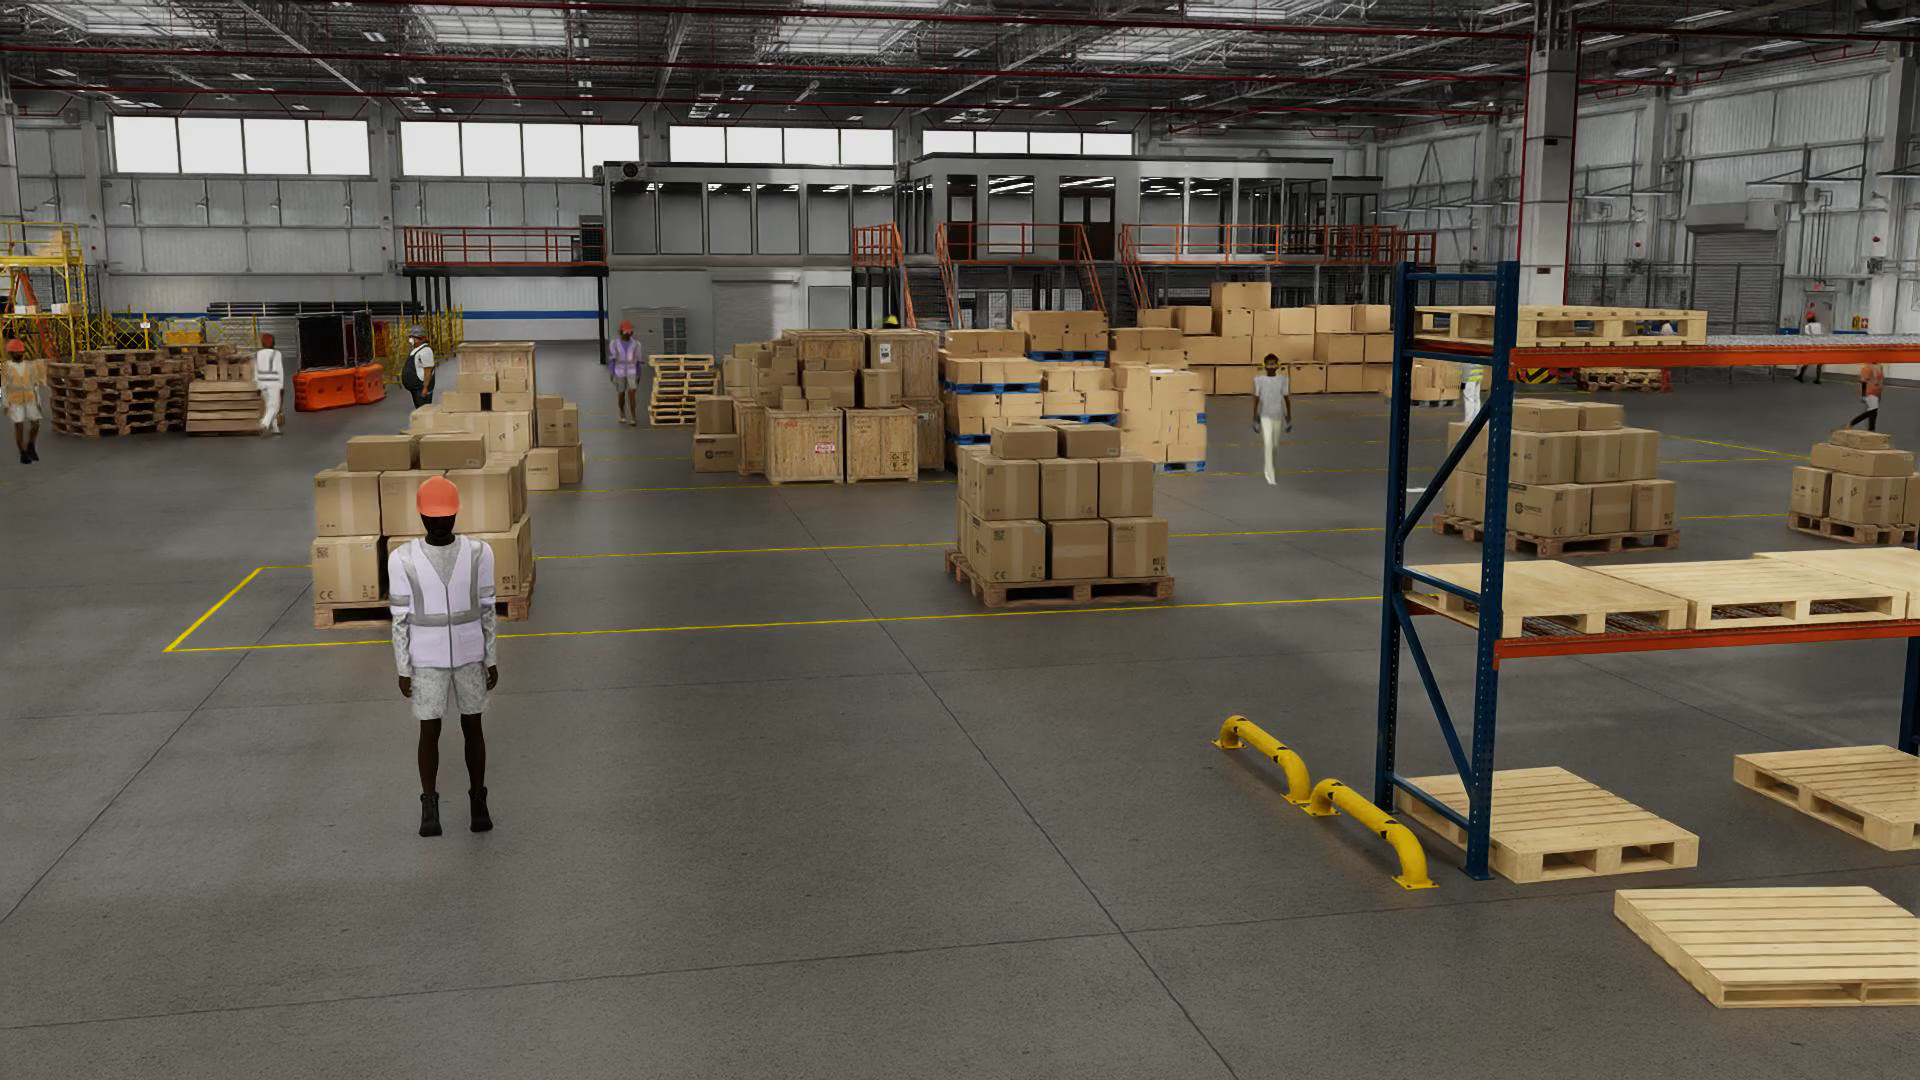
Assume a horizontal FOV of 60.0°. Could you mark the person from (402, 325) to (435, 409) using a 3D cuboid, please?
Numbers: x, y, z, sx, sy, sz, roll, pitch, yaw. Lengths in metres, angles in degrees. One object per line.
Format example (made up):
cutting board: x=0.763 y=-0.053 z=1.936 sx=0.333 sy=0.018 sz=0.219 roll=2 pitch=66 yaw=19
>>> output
person: x=-9.144 y=-2.611 z=28.090 sx=0.536 sy=2.000 sz=0.676 roll=-5 pitch=11 yaw=-30

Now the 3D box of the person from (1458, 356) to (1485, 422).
person: x=9.434 y=-2.946 z=30.751 sx=0.430 sy=1.841 sz=0.623 roll=9 pitch=13 yaw=44

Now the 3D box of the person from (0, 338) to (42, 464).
person: x=-14.345 y=-2.118 z=25.436 sx=0.553 sy=1.920 sz=0.409 roll=-9 pitch=13 yaw=-44

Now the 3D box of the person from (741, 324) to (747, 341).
person: x=-7.933 y=-8.130 z=62.214 sx=0.860 sy=1.869 sz=0.664 roll=7 pitch=12 yaw=38

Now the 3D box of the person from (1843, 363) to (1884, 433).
person: x=15.660 y=-2.525 z=28.706 sx=0.538 sy=1.676 sz=0.718 roll=-7 pitch=12 yaw=-36

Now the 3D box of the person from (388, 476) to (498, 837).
person: x=-2.707 y=0.617 z=8.777 sx=0.539 sy=1.929 sz=0.394 roll=-4 pitch=10 yaw=-23

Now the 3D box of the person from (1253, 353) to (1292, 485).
person: x=4.367 y=-1.713 z=23.329 sx=0.530 sy=1.834 sz=0.917 roll=0 pitch=9 yaw=-2

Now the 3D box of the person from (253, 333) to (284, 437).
person: x=-12.212 y=-2.704 z=29.243 sx=0.601 sy=1.855 sz=0.737 roll=3 pitch=10 yaw=15

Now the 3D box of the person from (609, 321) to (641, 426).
person: x=-6.390 y=-3.191 z=31.796 sx=0.611 sy=1.999 sz=1.054 roll=-2 pitch=10 yaw=-14

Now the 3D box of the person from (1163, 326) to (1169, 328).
person: x=3.932 y=-3.137 z=31.762 sx=1.025 sy=1.881 sz=0.658 roll=8 pitch=13 yaw=42

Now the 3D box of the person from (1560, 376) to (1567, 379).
person: x=15.974 y=-5.333 z=45.079 sx=0.937 sy=1.916 sz=0.614 roll=3 pitch=10 yaw=20

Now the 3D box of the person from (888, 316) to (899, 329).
person: x=-1.539 y=-4.124 z=37.716 sx=0.431 sy=1.911 sz=0.599 roll=7 pitch=11 yaw=35

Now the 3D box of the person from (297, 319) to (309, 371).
person: x=-15.985 y=-4.516 z=40.527 sx=0.300 sy=1.772 sz=0.532 roll=-1 pitch=9 yaw=-5

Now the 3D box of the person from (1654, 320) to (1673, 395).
person: x=16.561 y=-4.400 z=39.145 sx=0.400 sy=1.989 sz=0.623 roll=4 pitch=10 yaw=23

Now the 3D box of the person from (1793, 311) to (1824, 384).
person: x=22.065 y=-4.991 z=43.117 sx=0.585 sy=1.855 sz=1.013 roll=-1 pitch=9 yaw=-4
